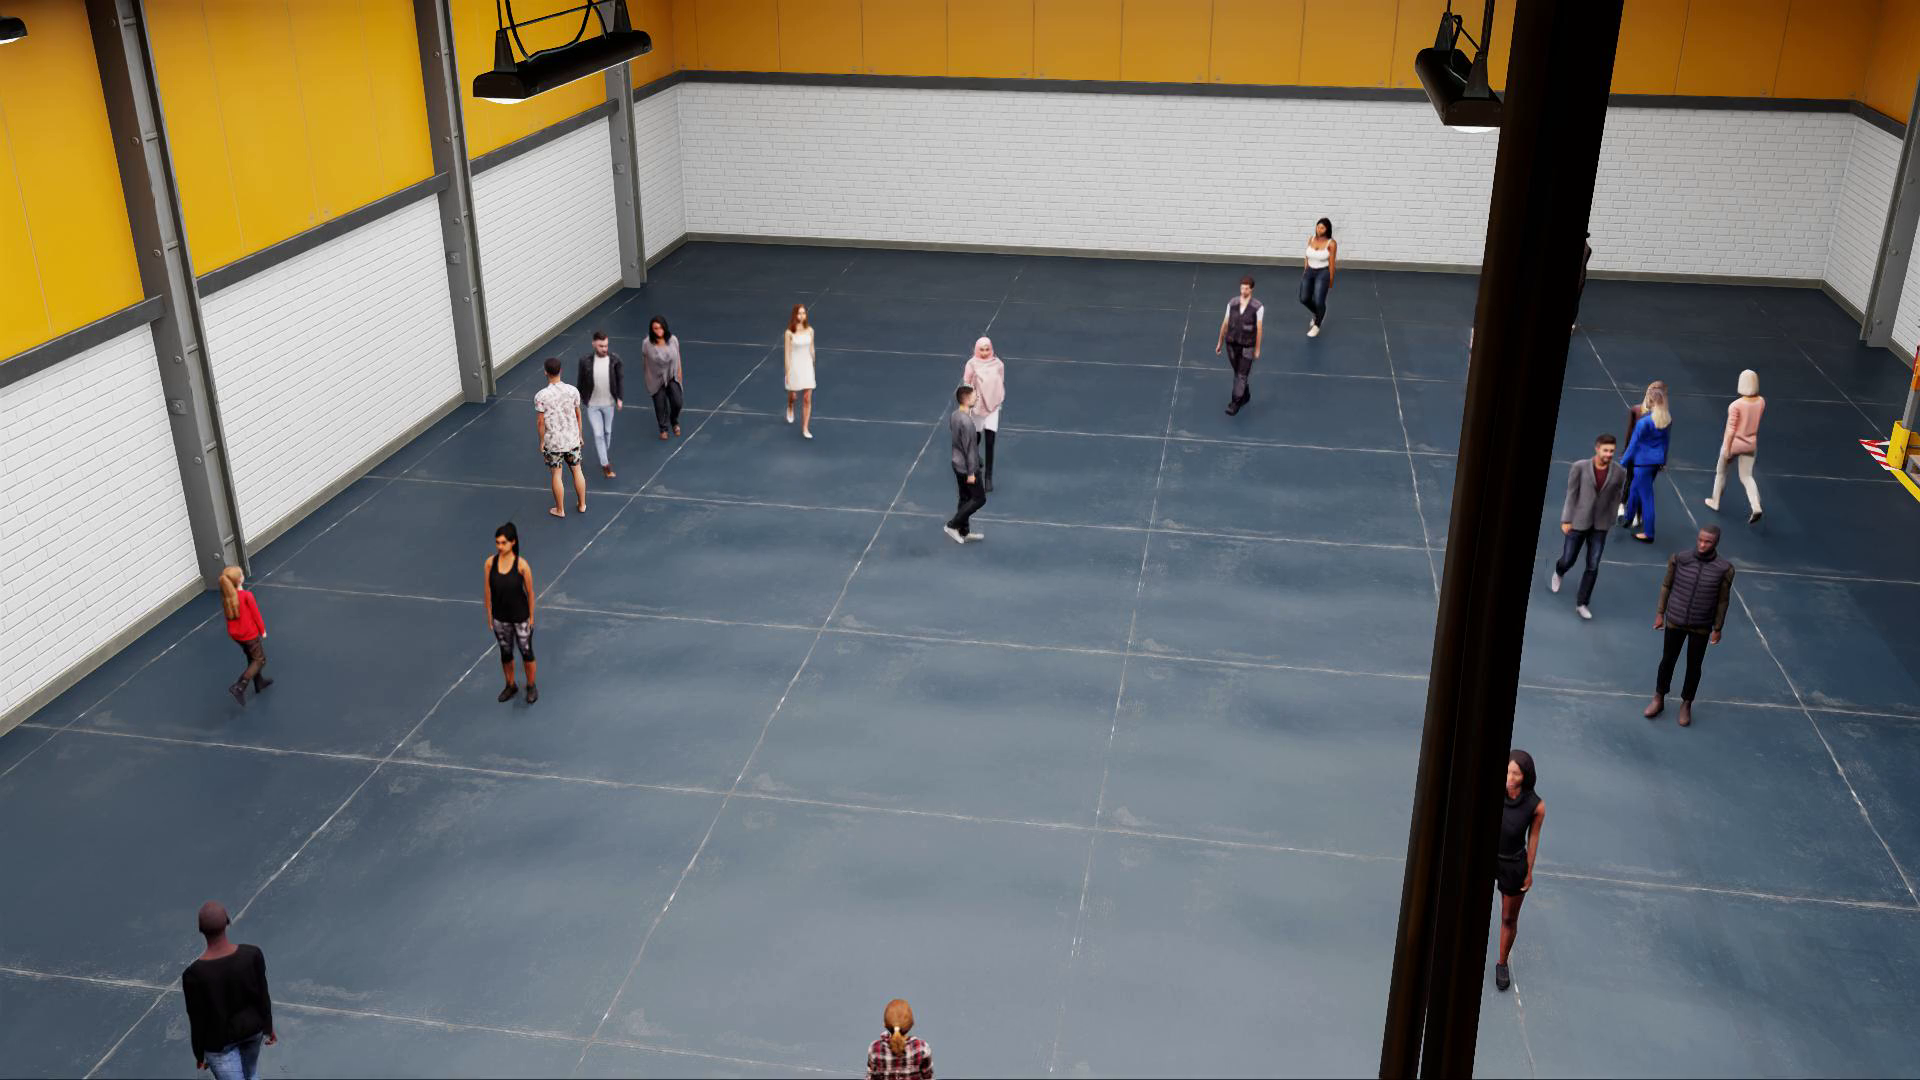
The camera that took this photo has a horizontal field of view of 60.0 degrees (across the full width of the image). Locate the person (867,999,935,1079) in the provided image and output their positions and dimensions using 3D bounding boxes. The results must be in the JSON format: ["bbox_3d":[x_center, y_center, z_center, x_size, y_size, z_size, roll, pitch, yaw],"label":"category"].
[{"bbox_3d":[-0.333,3.151,9.307,0.626,1.293,0.845,-1,24,-2],"label":"person"}]

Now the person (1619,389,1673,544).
[{"bbox_3d":[7.424,-0.759,17.771,0.939,1.677,1.003,-16,28,-33],"label":"person"}]

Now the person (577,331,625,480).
[{"bbox_3d":[-4.272,-1.635,19.657,1.088,1.772,1.267,-9,25,-19],"label":"person"}]

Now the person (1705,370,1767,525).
[{"bbox_3d":[8.653,-1.007,18.314,0.877,1.698,1.162,-5,24,-10],"label":"person"}]

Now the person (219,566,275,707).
[{"bbox_3d":[-6.304,0.844,14.618,0.592,1.267,0.839,8,25,18],"label":"person"}]

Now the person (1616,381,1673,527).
[{"bbox_3d":[7.415,-0.890,18.057,0.892,1.688,1.027,17,29,34],"label":"person"}]

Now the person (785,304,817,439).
[{"bbox_3d":[-2.041,-2.159,20.944,0.833,1.701,0.983,-9,25,-20],"label":"person"}]

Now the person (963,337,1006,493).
[{"bbox_3d":[0.253,-1.506,19.364,0.942,1.771,1.235,-6,24,-13],"label":"person"}]

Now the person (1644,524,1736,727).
[{"bbox_3d":[6.249,0.699,14.236,0.771,1.838,0.724,14,27,30],"label":"person"}]

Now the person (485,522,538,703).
[{"bbox_3d":[-3.929,0.635,14.603,0.594,1.660,0.535,1,24,3],"label":"person"}]

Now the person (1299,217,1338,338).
[{"bbox_3d":[5.411,-3.953,24.932,0.847,1.794,0.919,20,31,38],"label":"person"}]

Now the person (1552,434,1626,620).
[{"bbox_3d":[6.104,-0.185,16.235,0.713,1.856,0.967,3,24,6],"label":"person"}]

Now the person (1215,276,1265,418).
[{"bbox_3d":[3.700,-2.546,21.699,0.972,1.806,1.245,14,27,30],"label":"person"}]

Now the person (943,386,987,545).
[{"bbox_3d":[-0.006,-0.768,17.696,0.869,1.754,0.809,-9,25,-20],"label":"person"}]

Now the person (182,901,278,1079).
[{"bbox_3d":[-4.094,2.858,9.435,1.073,1.727,1.064,-19,30,-37],"label":"person"}]

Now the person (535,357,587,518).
[{"bbox_3d":[-4.425,-1.144,18.478,0.745,1.817,0.791,-14,27,-29],"label":"person"}]

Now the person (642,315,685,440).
[{"bbox_3d":[-3.723,-2.061,20.861,0.752,1.589,0.782,-7,25,-16],"label":"person"}]
